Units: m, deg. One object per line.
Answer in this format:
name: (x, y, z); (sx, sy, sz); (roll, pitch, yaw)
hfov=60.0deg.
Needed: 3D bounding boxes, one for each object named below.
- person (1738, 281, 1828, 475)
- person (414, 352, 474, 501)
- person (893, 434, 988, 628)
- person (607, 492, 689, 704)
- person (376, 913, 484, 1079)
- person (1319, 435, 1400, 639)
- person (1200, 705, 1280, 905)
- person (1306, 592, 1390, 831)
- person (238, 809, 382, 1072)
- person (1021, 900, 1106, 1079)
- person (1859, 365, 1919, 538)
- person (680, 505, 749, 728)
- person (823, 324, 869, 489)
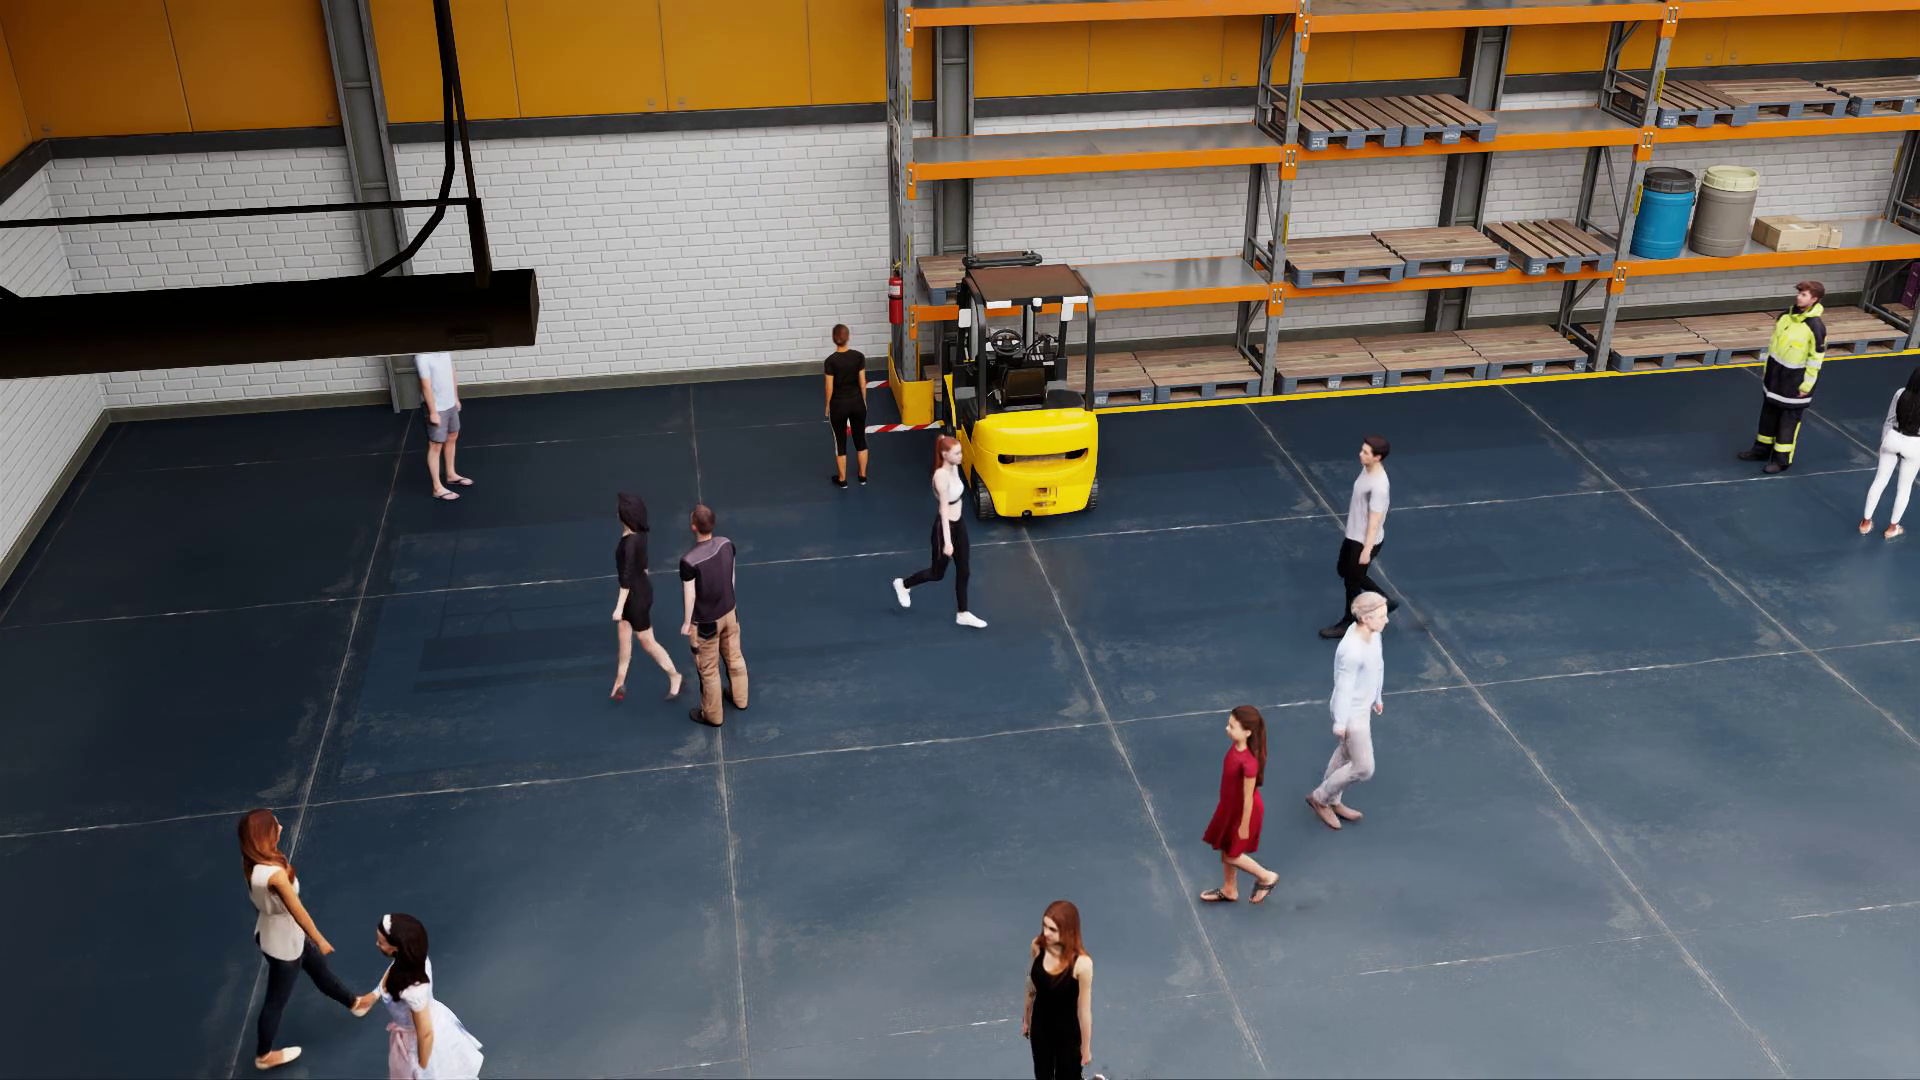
person: (8.226, -1.628, 16.451); (0.664, 1.982, 0.786); (-8, 30, -14)
person: (-5.022, -1.297, 16.004); (0.695, 1.829, 0.709); (7, 29, 13)
person: (-0.183, -0.063, 13.856); (1.150, 1.720, 0.965); (10, 30, 18)
person: (-2.411, 0.497, 12.782); (0.895, 1.766, 0.682); (-2, 29, -4)
person: (-2.801, 2.677, 8.734); (0.781, 1.815, 0.755); (-11, 30, -19)
person: (3.383, -0.012, 13.622); (0.962, 1.854, 0.802); (1, 29, 3)
person: (1.875, 1.735, 10.749); (0.771, 1.539, 0.577); (-2, 29, -4)
person: (2.616, 1.156, 11.457); (0.865, 1.877, 0.816); (13, 31, 23)
person: (-3.941, 2.321, 9.462); (1.167, 1.744, 0.958); (-21, 35, -33)
person: (0.595, 2.605, 8.971); (0.824, 1.714, 0.908); (24, 37, 37)
person: (8.638, -0.821, 15.241); (0.838, 1.725, 0.776); (-25, 37, -38)
person: (-1.873, 0.556, 12.595); (0.834, 1.841, 0.755); (22, 35, 34)
person: (-1.105, -1.313, 16.202); (0.500, 1.668, 0.676); (-11, 30, -19)
